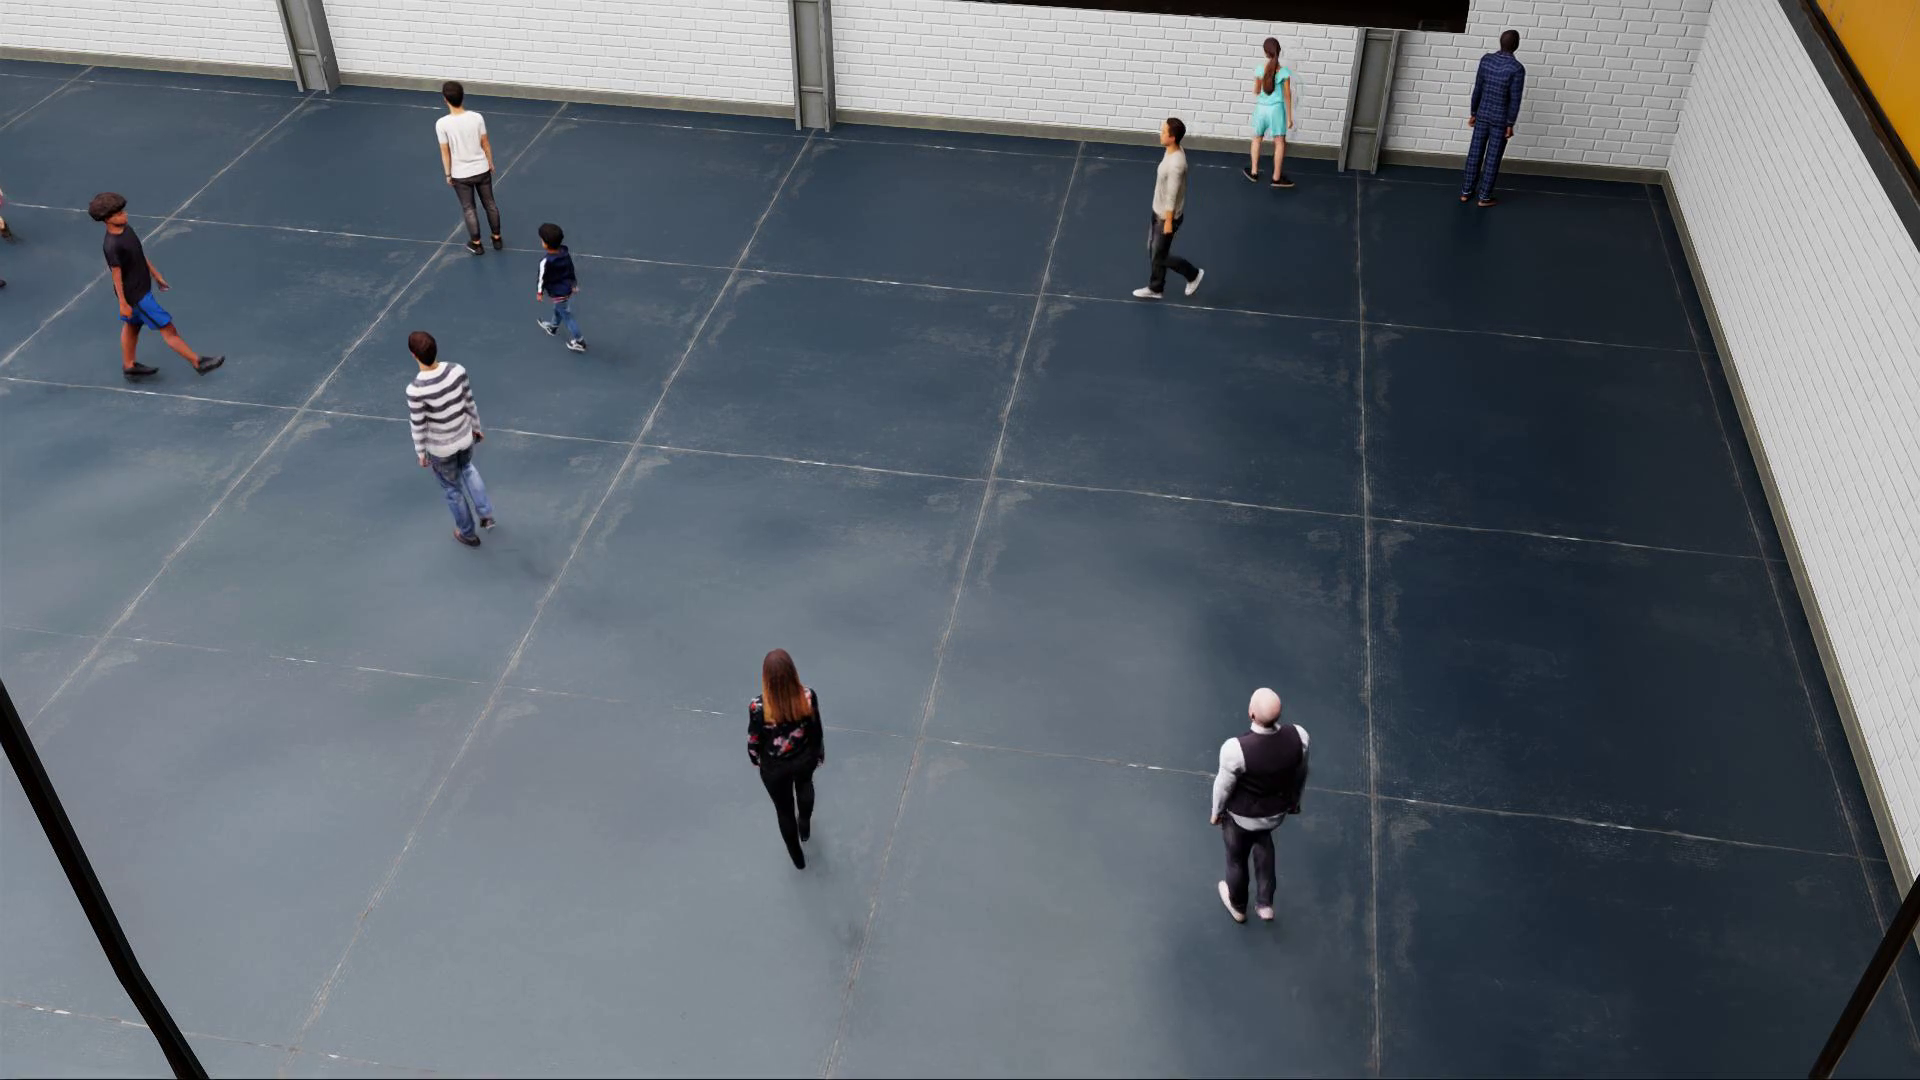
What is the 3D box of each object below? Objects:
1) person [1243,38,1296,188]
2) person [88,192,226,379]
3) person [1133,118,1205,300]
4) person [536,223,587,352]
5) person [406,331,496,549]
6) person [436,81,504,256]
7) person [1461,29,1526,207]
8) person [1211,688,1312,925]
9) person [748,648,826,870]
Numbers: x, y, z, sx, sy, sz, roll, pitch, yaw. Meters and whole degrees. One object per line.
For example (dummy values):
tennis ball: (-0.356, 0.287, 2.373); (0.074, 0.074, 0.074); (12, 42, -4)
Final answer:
person: (3.228, -4.402, 17.173); (0.585, 1.540, 0.874); (24, 45, 27)
person: (-7.089, -2.102, 14.130); (1.203, 1.744, 0.872); (-5, 39, -6)
person: (1.975, -2.983, 15.192); (0.928, 1.796, 0.756); (0, 39, 0)
person: (-3.503, -2.204, 14.701); (0.872, 1.190, 0.655); (17, 42, 20)
person: (-3.713, -0.692, 12.290); (0.861, 1.836, 0.819); (31, 48, 33)
person: (-4.725, -3.582, 16.002); (0.679, 1.720, 0.760); (-20, 43, -23)
person: (5.372, -4.261, 16.770); (0.729, 1.824, 0.825); (32, 48, 33)
person: (1.710, 1.592, 9.448); (0.838, 1.815, 0.922); (-11, 40, -13)
person: (-0.995, 1.352, 9.862); (0.722, 1.672, 0.794); (-12, 40, -15)
